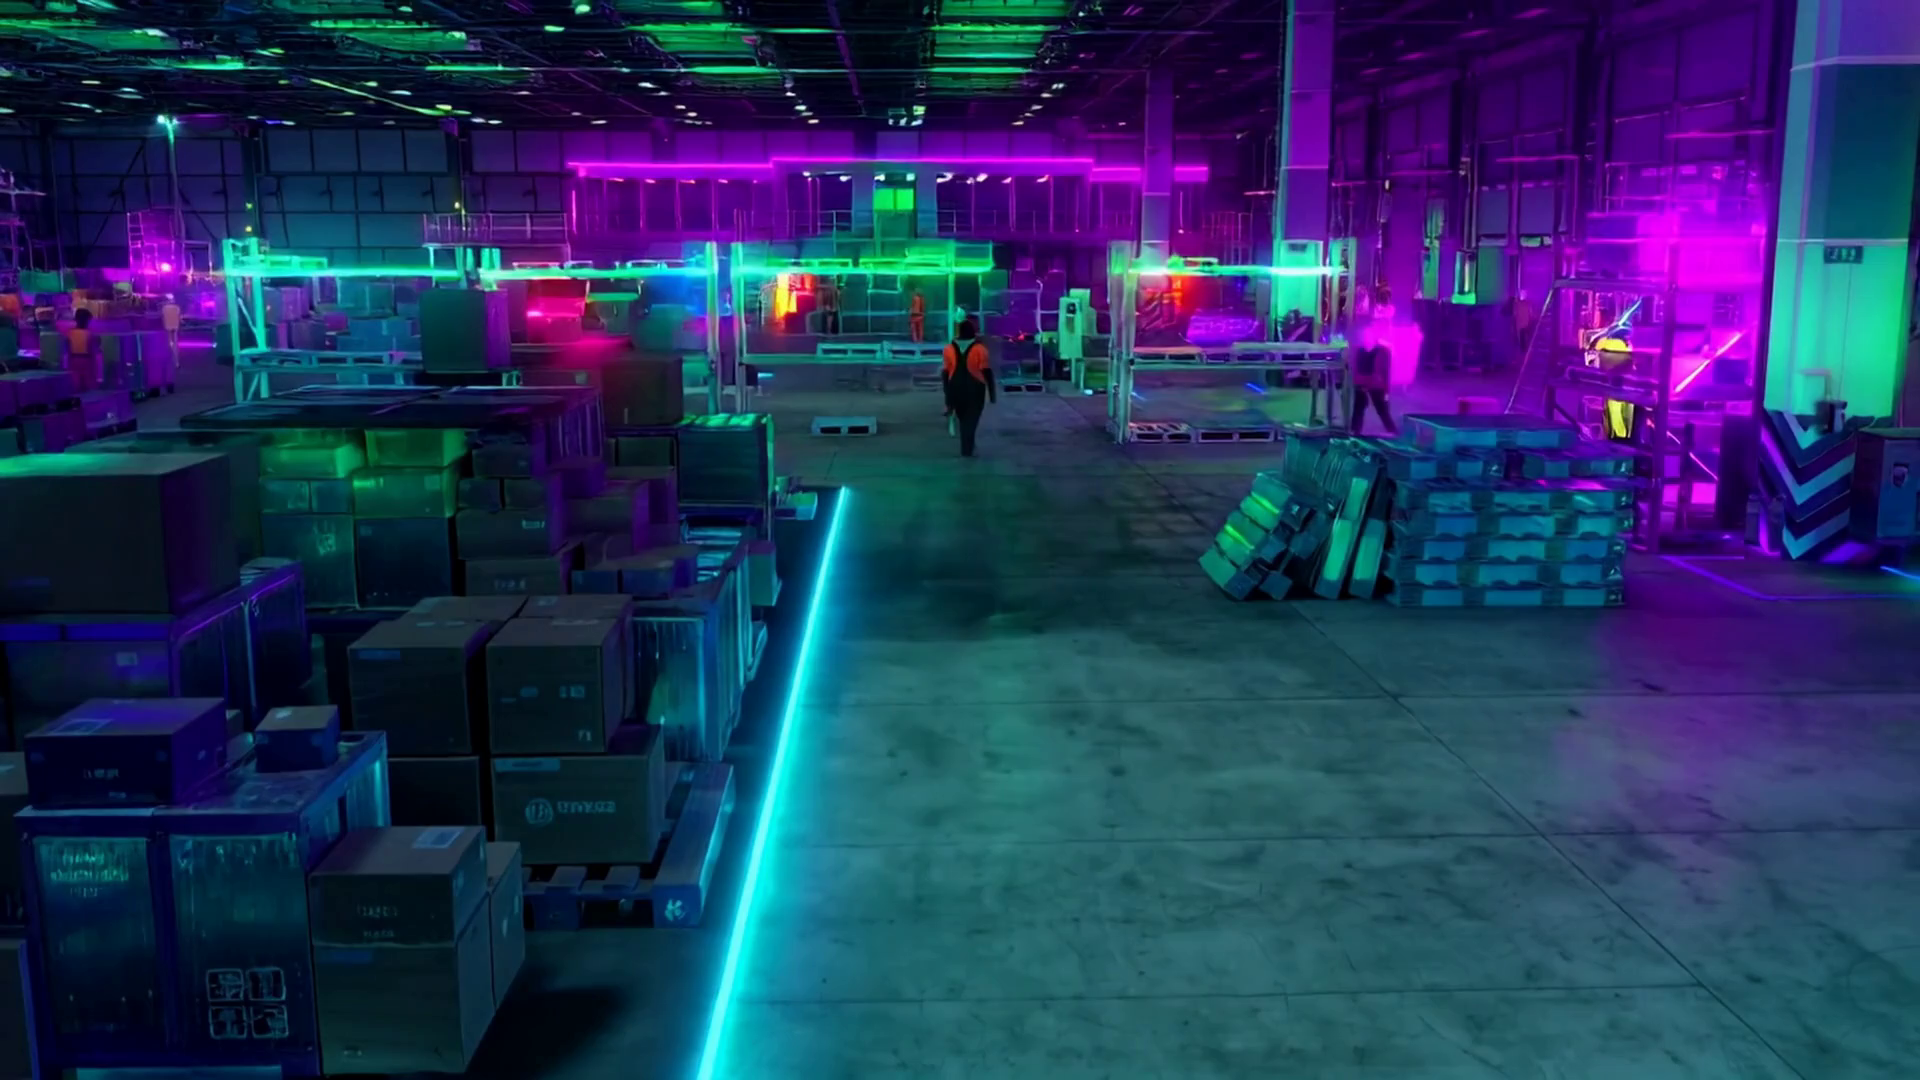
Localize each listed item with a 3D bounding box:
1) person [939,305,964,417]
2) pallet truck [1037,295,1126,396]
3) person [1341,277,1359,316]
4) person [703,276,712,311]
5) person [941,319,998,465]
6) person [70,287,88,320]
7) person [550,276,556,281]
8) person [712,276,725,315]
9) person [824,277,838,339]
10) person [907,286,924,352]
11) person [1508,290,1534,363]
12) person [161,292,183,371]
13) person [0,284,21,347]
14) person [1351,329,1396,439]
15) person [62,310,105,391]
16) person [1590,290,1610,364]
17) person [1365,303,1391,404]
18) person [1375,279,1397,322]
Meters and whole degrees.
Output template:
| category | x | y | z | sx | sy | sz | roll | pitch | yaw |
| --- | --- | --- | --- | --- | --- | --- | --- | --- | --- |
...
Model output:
| category | x | y | z | sx | sy | sz | roll | pitch | yaw |
| --- | --- | --- | --- | --- | --- | --- | --- | --- | --- |
| person | -0.062 | -3.123 | 29.002 | 0.627 | 1.941 | 0.374 | -5 | 11 | -25 |
| pallet truck | 2.483 | -3.881 | 33.060 | 1.885 | 1.965 | 0.823 | -7 | 13 | -36 |
| person | 14.673 | -9.086 | 62.653 | 0.622 | 1.795 | 0.948 | 0 | 10 | -2 |
| person | -9.290 | -8.857 | 61.100 | 0.355 | 1.883 | 0.574 | -3 | 11 | -15 |
| person | 0.147 | -2.075 | 22.879 | 0.692 | 2.000 | 1.060 | 4 | 11 | 24 |
| person | -26.159 | -6.657 | 49.389 | 0.522 | 1.682 | 0.850 | -4 | 11 | -22 |
| person | -14.689 | -8.667 | 60.027 | 0.594 | 1.893 | 0.828 | 4 | 11 | 21 |
| person | -8.519 | -8.433 | 58.947 | 0.789 | 1.812 | 0.541 | 9 | 14 | 42 |
| person | -4.039 | -7.228 | 51.862 | 0.354 | 1.942 | 0.545 | -5 | 12 | -28 |
| person | -1.170 | -5.833 | 44.310 | 0.374 | 1.863 | 0.611 | 3 | 11 | 17 |
| person | 14.089 | -5.358 | 41.812 | 0.543 | 1.811 | 0.972 | 0 | 10 | -1 |
| person | -18.580 | -4.908 | 39.176 | 0.566 | 1.854 | 0.455 | 1 | 10 | 5 |
| person | -27.611 | -6.521 | 48.277 | 0.761 | 1.811 | 0.599 | 8 | 13 | 38 |
| person | 6.043 | -2.190 | 24.277 | 1.033 | 1.789 | 0.631 | -8 | 13 | -39 |
| person | -14.410 | -2.798 | 27.261 | 0.655 | 1.924 | 0.879 | -1 | 10 | -3 |
| person | 16.016 | -5.383 | 41.433 | 0.381 | 1.994 | 0.621 | -2 | 10 | -9 |
| person | 7.915 | -3.514 | 31.384 | 0.380 | 1.876 | 0.709 | -6 | 12 | -30 |
| person | 12.740 | -6.832 | 49.743 | 0.651 | 1.900 | 0.956 | 3 | 11 | 16 |
